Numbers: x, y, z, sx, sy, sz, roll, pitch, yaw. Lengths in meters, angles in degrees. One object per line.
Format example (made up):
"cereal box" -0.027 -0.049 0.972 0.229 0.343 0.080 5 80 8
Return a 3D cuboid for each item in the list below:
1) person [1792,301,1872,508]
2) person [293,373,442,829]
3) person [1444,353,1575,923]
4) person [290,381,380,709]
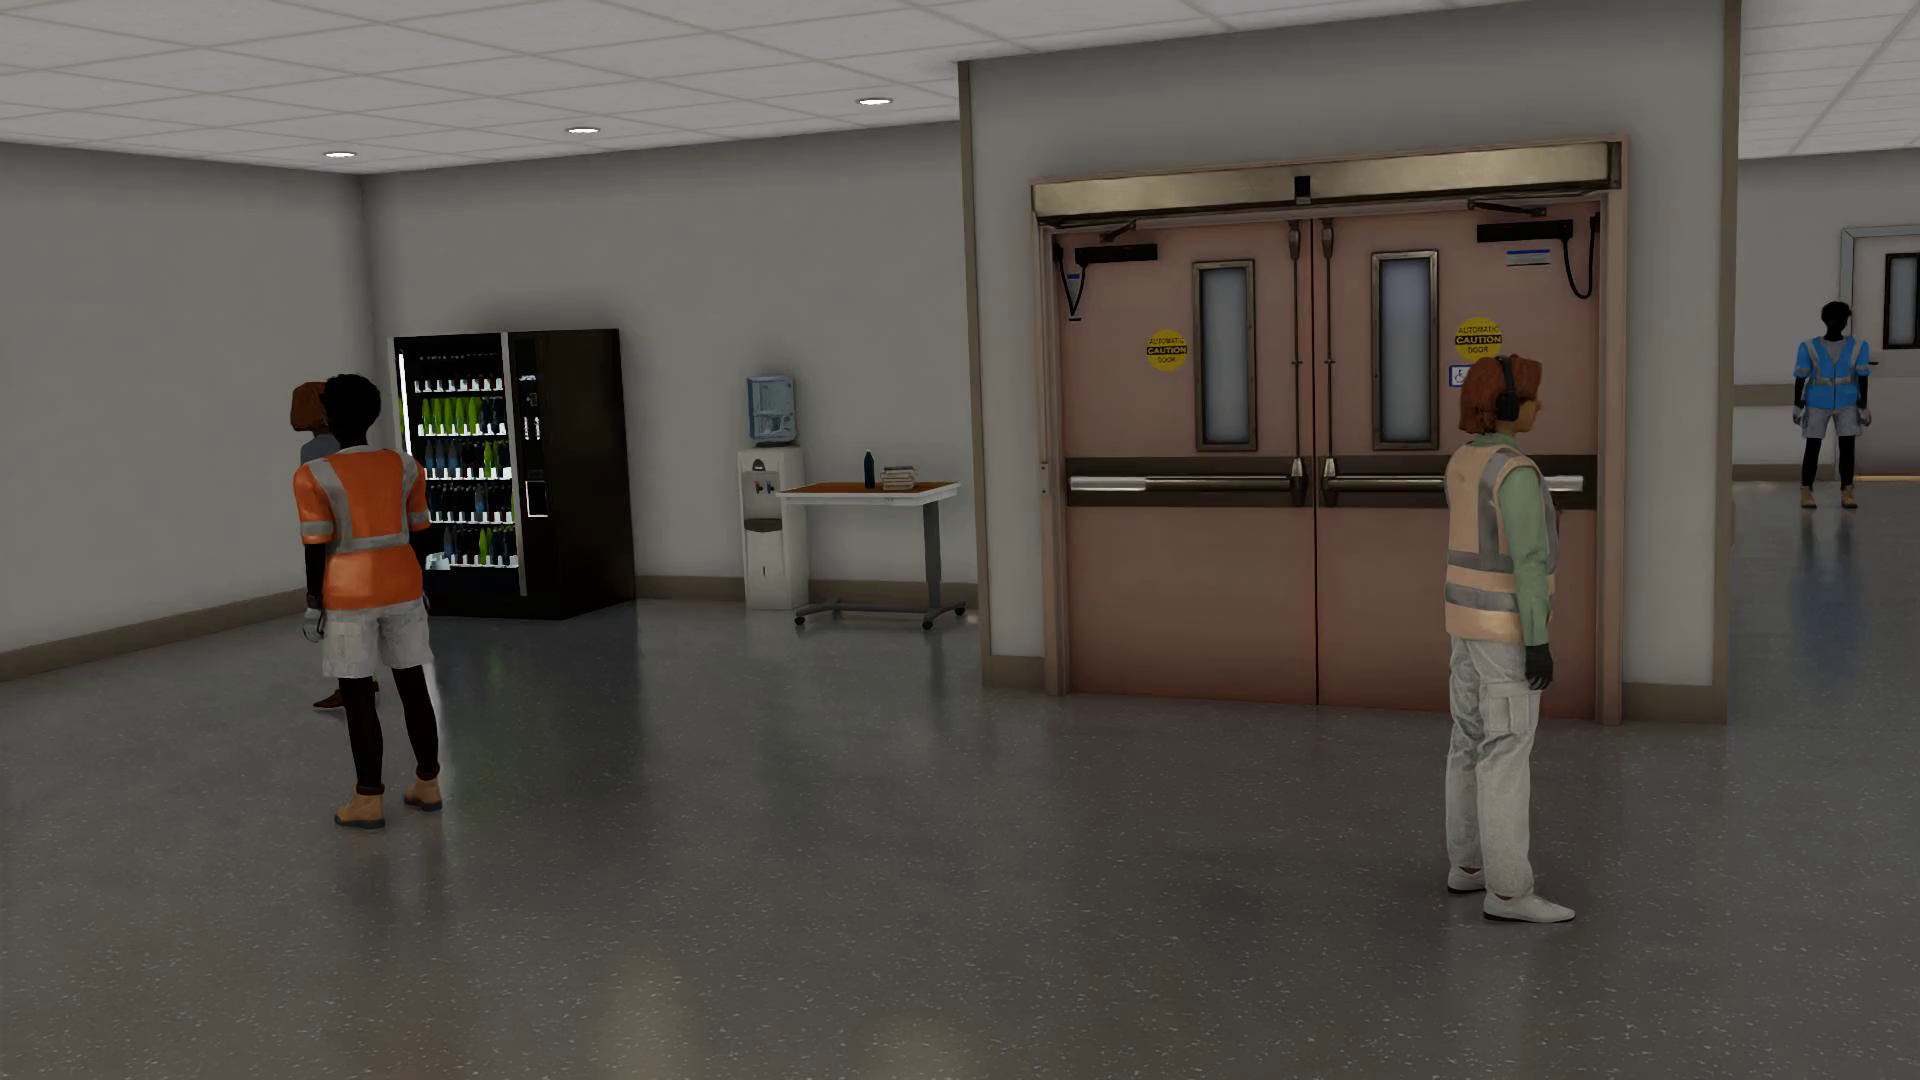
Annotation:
"person" 7.105 -1.099 13.545 0.581 1.694 0.324 0 8 19
"person" -2.218 0.225 6.242 0.319 1.695 0.538 4 10 39
"person" 1.574 0.282 4.854 0.308 1.641 0.514 -3 7 -6
"person" -3.138 0.024 8.321 0.266 1.631 0.507 -2 7 1
